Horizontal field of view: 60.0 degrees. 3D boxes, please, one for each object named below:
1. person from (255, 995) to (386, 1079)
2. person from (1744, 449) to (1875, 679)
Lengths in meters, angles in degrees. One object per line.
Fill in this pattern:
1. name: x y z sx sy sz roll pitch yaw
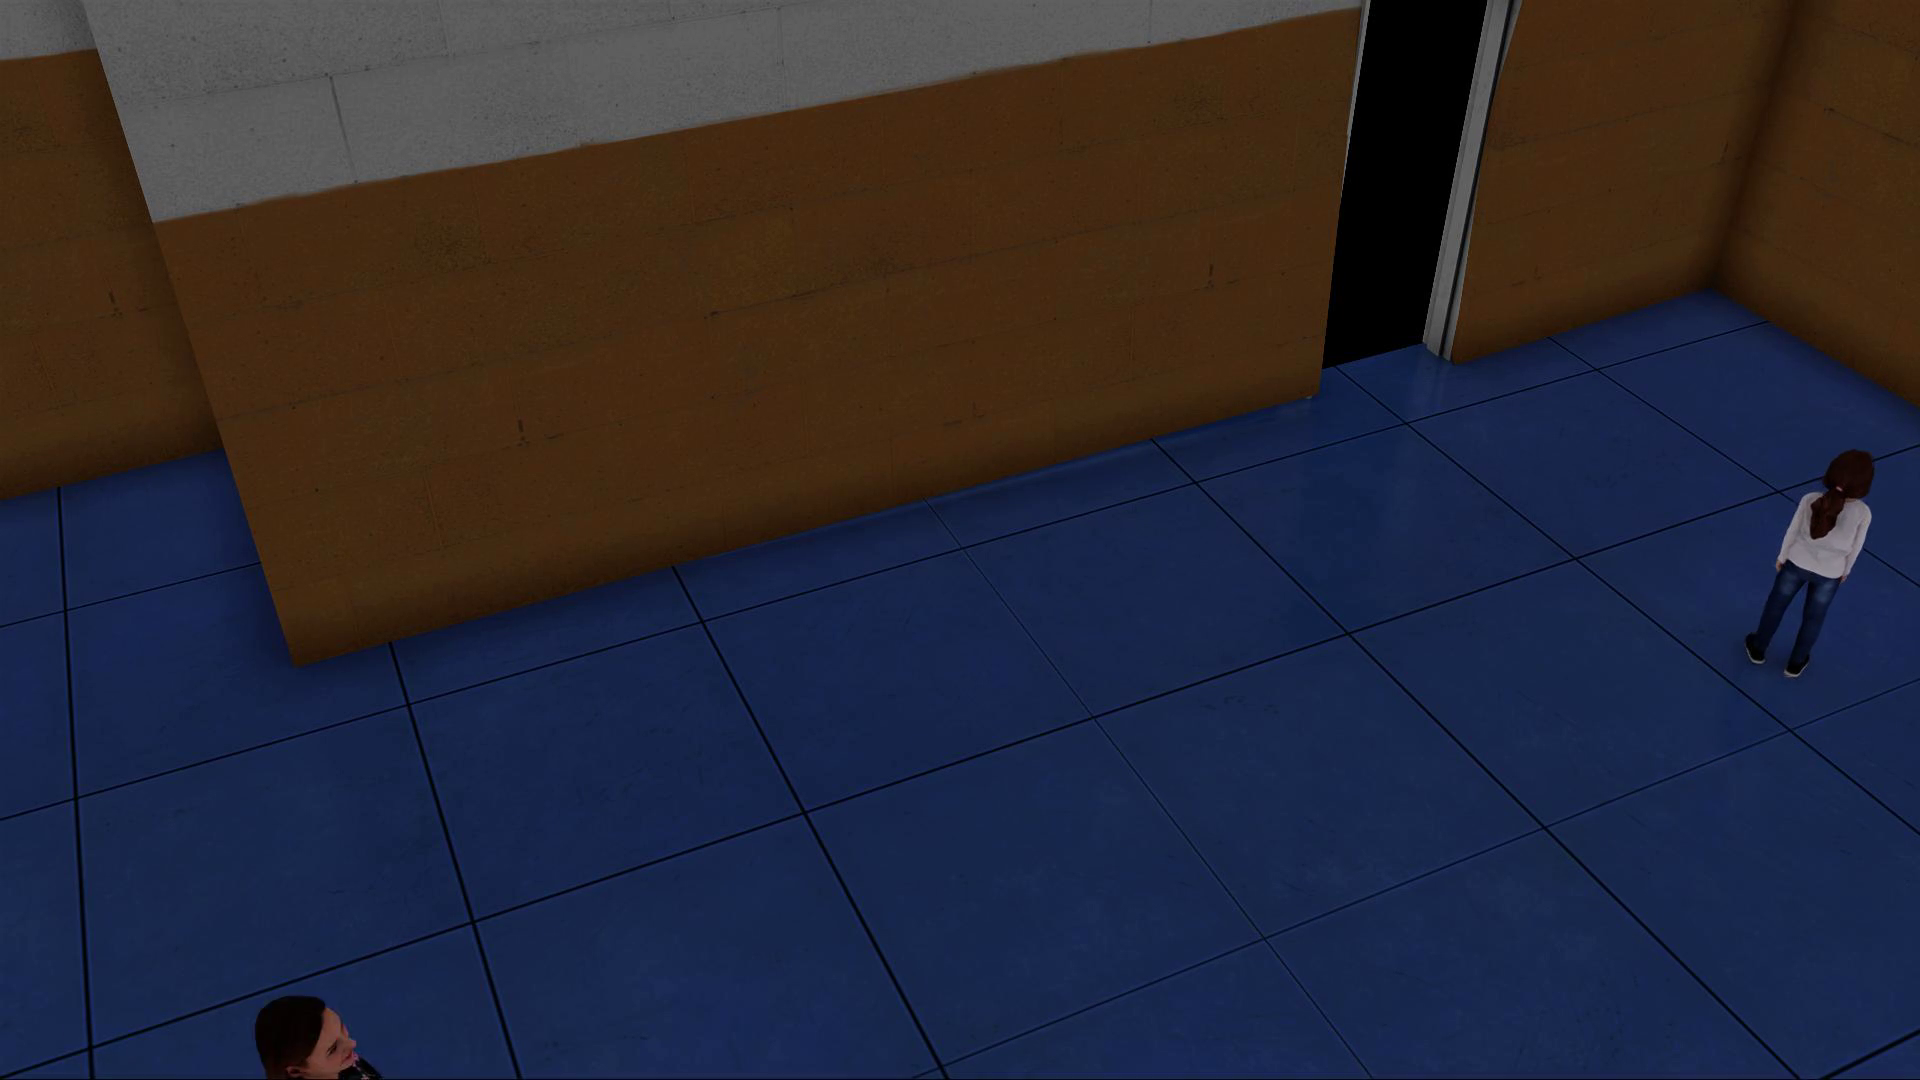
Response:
1. person: -1.695 1.789 4.429 0.814 1.664 0.937 -5 37 -7
2. person: 3.675 0.096 7.148 0.513 1.107 0.586 21 42 26
